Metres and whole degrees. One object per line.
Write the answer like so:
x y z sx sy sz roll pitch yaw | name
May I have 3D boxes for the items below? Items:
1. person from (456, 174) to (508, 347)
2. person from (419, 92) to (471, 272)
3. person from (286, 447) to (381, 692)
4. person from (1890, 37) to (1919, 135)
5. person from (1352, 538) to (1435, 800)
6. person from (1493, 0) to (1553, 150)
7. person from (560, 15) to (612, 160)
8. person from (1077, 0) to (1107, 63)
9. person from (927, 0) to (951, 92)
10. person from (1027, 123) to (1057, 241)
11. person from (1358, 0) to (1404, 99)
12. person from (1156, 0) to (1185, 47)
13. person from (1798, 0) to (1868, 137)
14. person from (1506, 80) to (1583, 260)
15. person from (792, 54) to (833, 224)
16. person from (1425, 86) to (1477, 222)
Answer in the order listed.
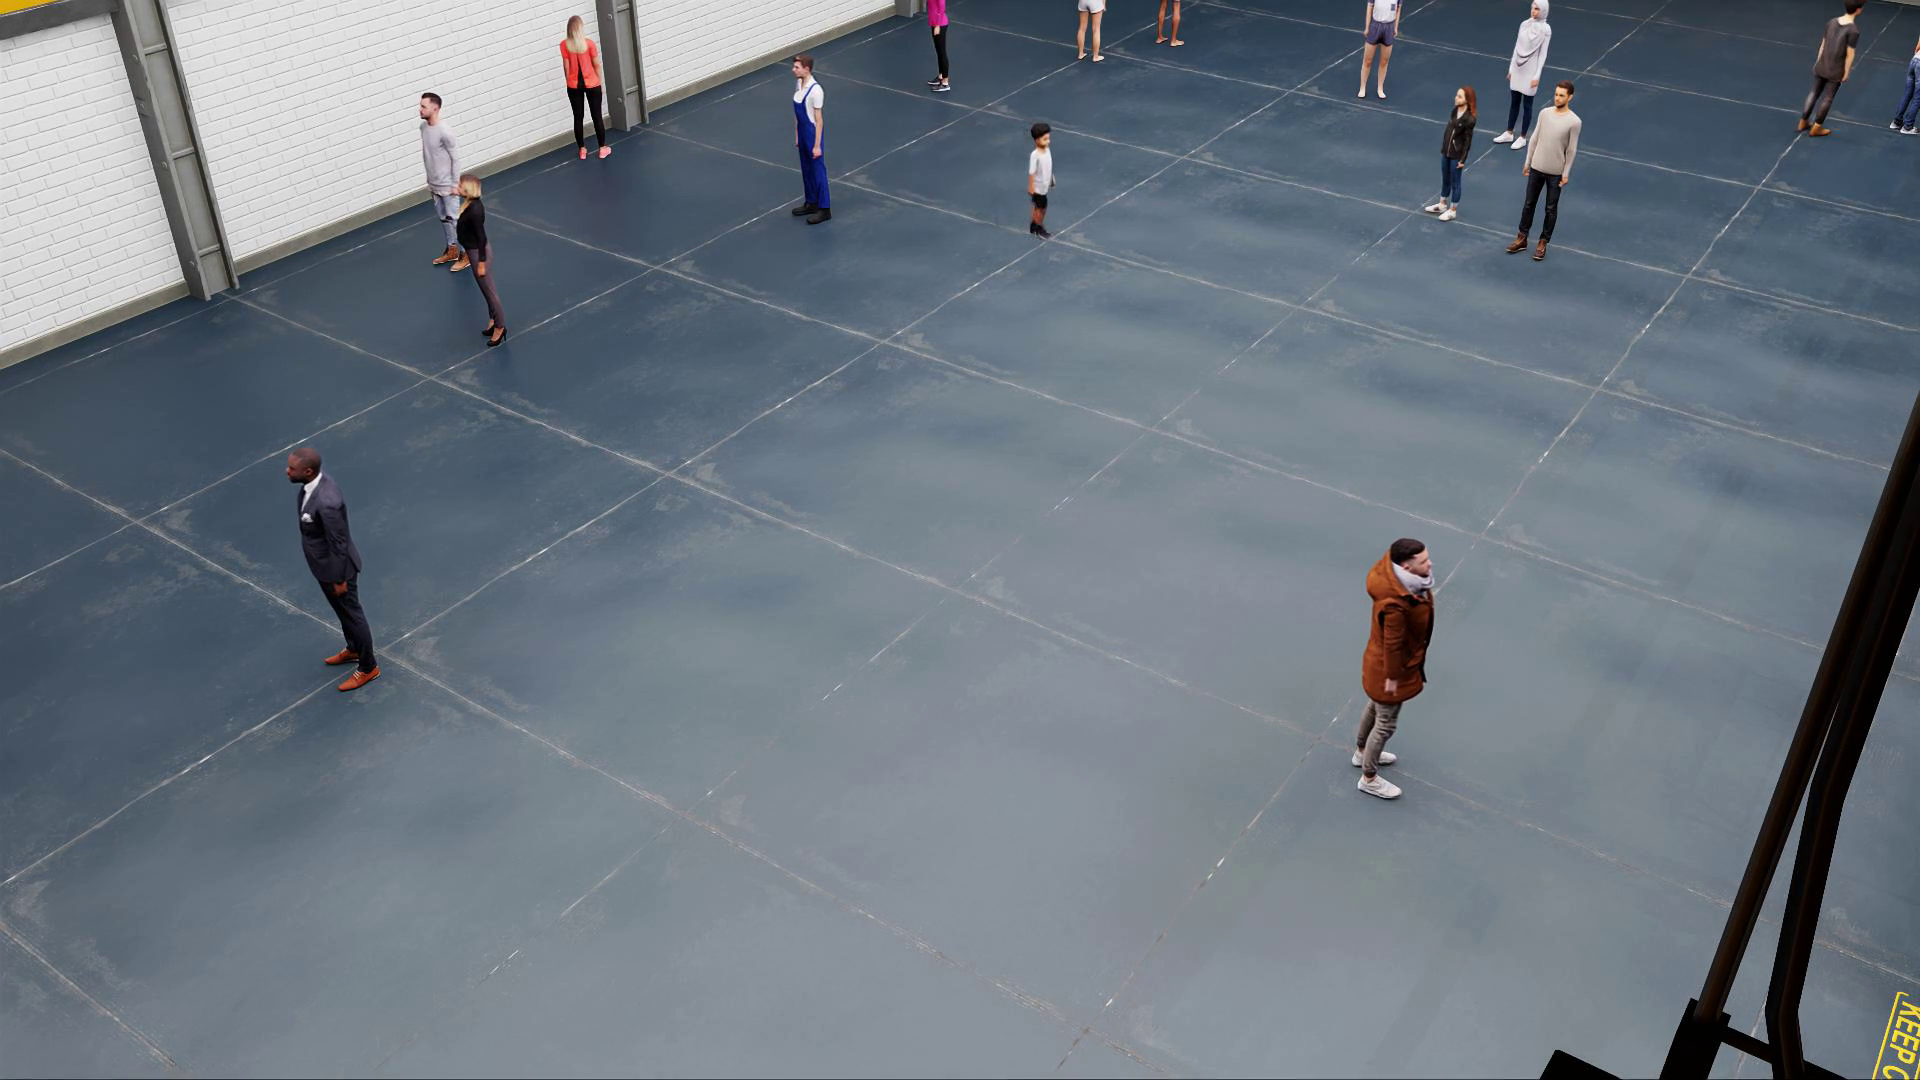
-4.497 -2.642 15.640 0.704 1.671 0.682 -12 35 -17 | person
-5.310 -3.693 17.069 0.696 1.840 0.570 24 41 32 | person
-4.253 0.164 11.281 0.750 1.824 0.783 -18 38 -26 | person
11.886 -5.831 20.536 0.683 1.563 0.626 -7 34 -10 | person
2.679 0.769 10.359 0.894 1.839 0.799 5 34 7 | person
6.829 -5.628 20.038 0.650 1.776 0.678 -20 39 -28 | person
-4.460 -5.370 19.724 0.675 1.694 0.707 -1 34 -1 | person
1.800 -7.421 22.889 0.584 1.607 0.547 18 37 24 | person
-0.266 -6.780 21.842 0.754 1.698 0.689 -4 34 -6 | person
0.813 -3.885 17.894 0.546 1.248 0.510 20 38 27 | person
5.458 -6.592 21.602 0.675 1.651 0.689 2 34 3 | person
2.991 -7.877 23.462 0.671 1.732 0.555 27 42 34 | person
10.689 -5.818 20.383 0.722 1.712 0.709 -15 36 -21 | person
6.121 -3.864 17.301 0.659 1.868 0.582 24 41 32 | person
-1.626 -4.385 18.102 0.691 1.849 0.705 -20 39 -28 | person
5.435 -4.256 18.239 0.672 1.483 0.641 -11 35 -16 | person
